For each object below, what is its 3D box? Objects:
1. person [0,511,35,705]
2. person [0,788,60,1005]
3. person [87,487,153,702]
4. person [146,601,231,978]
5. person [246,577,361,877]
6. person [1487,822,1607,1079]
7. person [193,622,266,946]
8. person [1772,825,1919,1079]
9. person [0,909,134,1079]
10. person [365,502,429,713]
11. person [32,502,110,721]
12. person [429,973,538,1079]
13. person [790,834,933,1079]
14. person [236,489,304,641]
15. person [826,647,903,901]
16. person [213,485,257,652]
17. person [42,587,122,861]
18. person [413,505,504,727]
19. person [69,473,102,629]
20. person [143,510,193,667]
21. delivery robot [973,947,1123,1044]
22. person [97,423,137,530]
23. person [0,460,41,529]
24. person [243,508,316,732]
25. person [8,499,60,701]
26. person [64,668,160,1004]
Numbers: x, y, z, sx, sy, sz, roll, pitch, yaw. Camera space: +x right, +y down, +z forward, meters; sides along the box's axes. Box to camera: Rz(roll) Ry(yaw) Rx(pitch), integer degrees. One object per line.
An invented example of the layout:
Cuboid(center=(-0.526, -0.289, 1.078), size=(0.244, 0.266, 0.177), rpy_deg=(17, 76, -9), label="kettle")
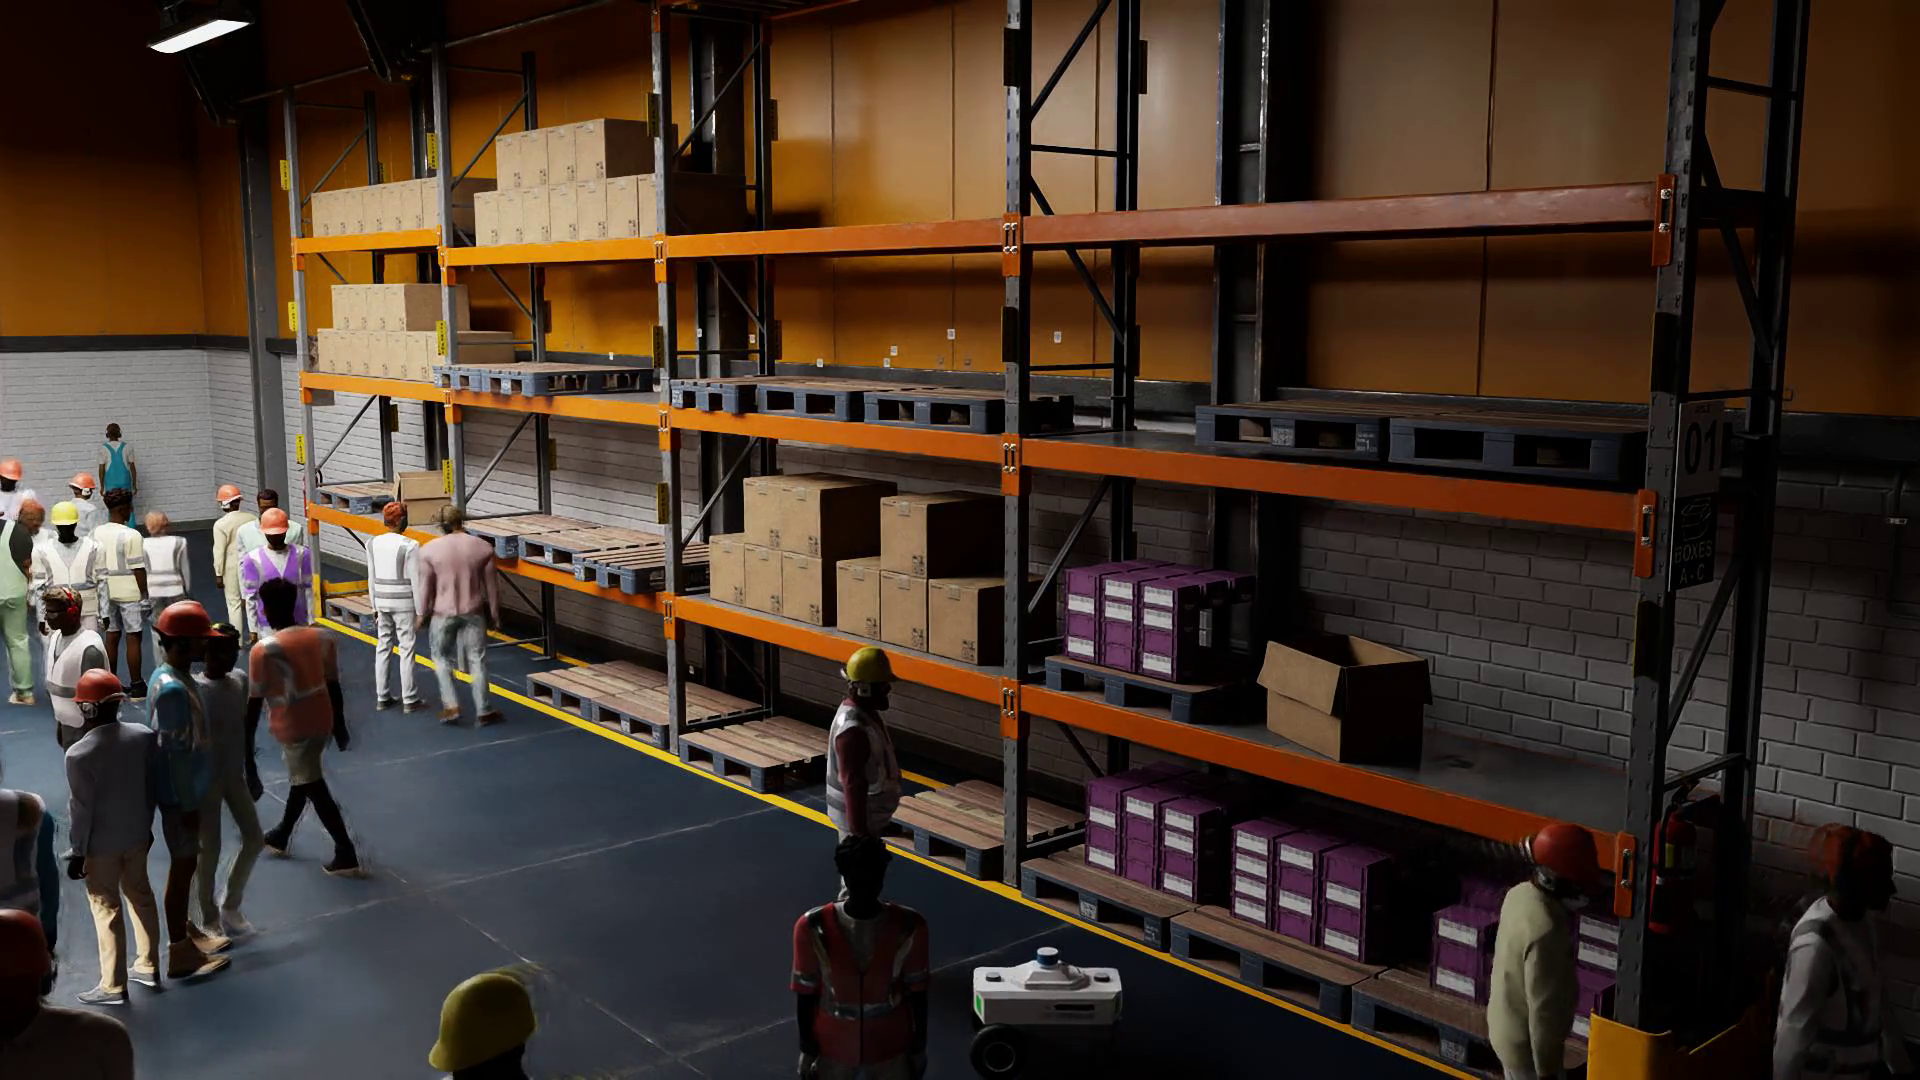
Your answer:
Cuboid(center=(-8.639, 0.507, 14.820), size=(0.535, 2.000, 0.679), rpy_deg=(6, 10, 34), label="person")
Cuboid(center=(-4.224, 1.728, 7.198), size=(0.631, 1.799, 0.966), rpy_deg=(-6, 10, -38), label="person")
Cuboid(center=(-7.627, 0.495, 15.159), size=(0.611, 1.965, 0.362), rpy_deg=(3, 9, 19), label="person")
Cuboid(center=(-4.193, 1.341, 9.059), size=(0.413, 2.036, 0.608), rpy_deg=(-4, 9, -24), label="person")
Cuboid(center=(-4.260, 1.184, 10.587), size=(1.040, 1.898, 0.609), rpy_deg=(3, 9, 20), label="person")
Cuboid(center=(2.166, 1.887, 6.342), size=(0.471, 1.723, 0.647), rpy_deg=(1, 8, 7), label="person")
Cuboid(center=(-4.166, 1.377, 9.412), size=(0.408, 1.851, 0.600), rpy_deg=(4, 9, 24), label="person")
Cuboid(center=(3.089, 1.896, 5.904), size=(0.980, 1.835, 0.581), rpy_deg=(6, 10, 36), label="person")
Cuboid(center=(-2.643, 1.992, 4.713), size=(0.613, 1.984, 0.409), rpy_deg=(-3, 9, -21), label="person")
Cuboid(center=(-5.003, 0.598, 14.780), size=(0.573, 1.877, 0.353), rpy_deg=(3, 9, 20), label="person")
Cuboid(center=(-7.733, 0.615, 14.507), size=(0.587, 1.920, 0.390), rpy_deg=(-4, 9, -23), label="person")
Cuboid(center=(-1.188, 2.060, 4.502), size=(0.583, 1.912, 0.486), rpy_deg=(4, 9, 26), label="person")
Cuboid(center=(-0.368, 1.914, 6.287), size=(0.535, 1.691, 0.323), rpy_deg=(-1, 8, -5), label="person")
Cuboid(center=(-6.431, 0.463, 15.583), size=(0.590, 1.912, 0.391), rpy_deg=(-3, 9, -20), label="person")
Cuboid(center=(-0.509, 1.467, 8.908), size=(0.403, 1.823, 0.596), rpy_deg=(0, 8, 3), label="person")
Cuboid(center=(-7.559, 0.290, 17.357), size=(0.357, 1.744, 0.568), rpy_deg=(4, 9, 24), label="person")
Cuboid(center=(-5.652, 1.198, 10.739), size=(0.561, 1.836, 0.389), rpy_deg=(7, 11, 39), label="person")
Cuboid(center=(-4.318, 0.654, 14.250), size=(0.716, 1.908, 0.513), rpy_deg=(-4, 9, -27), label="person")
Cuboid(center=(-9.724, 0.123, 18.524), size=(0.567, 1.743, 0.343), rpy_deg=(5, 9, 30), label="person")
Cuboid(center=(-7.740, 0.518, 16.144), size=(0.531, 1.623, 0.379), rpy_deg=(-4, 9, -26), label="person")
Cuboid(center=(0.417, 2.190, 7.938), size=(0.707, 0.478, 0.477), rpy_deg=(0, 8, 0), label="delivery robot")
Cuboid(center=(-12.508, -0.816, 24.698), size=(0.508, 1.846, 0.345), rpy_deg=(-5, 10, -33), label="person")
Cuboid(center=(-10.530, 0.062, 18.408), size=(0.629, 1.896, 0.690), rpy_deg=(-3, 9, -18), label="person")
Cuboid(center=(-5.735, 0.676, 14.069), size=(0.549, 1.924, 0.390), rpy_deg=(-5, 10, -31), label="person")
Cuboid(center=(-8.422, 0.568, 15.091), size=(0.829, 1.850, 0.673), rpy_deg=(7, 11, 40), label="person")
Cuboid(center=(-4.438, 1.533, 8.682), size=(0.332, 1.750, 0.573), rpy_deg=(2, 8, 15), label="person")
